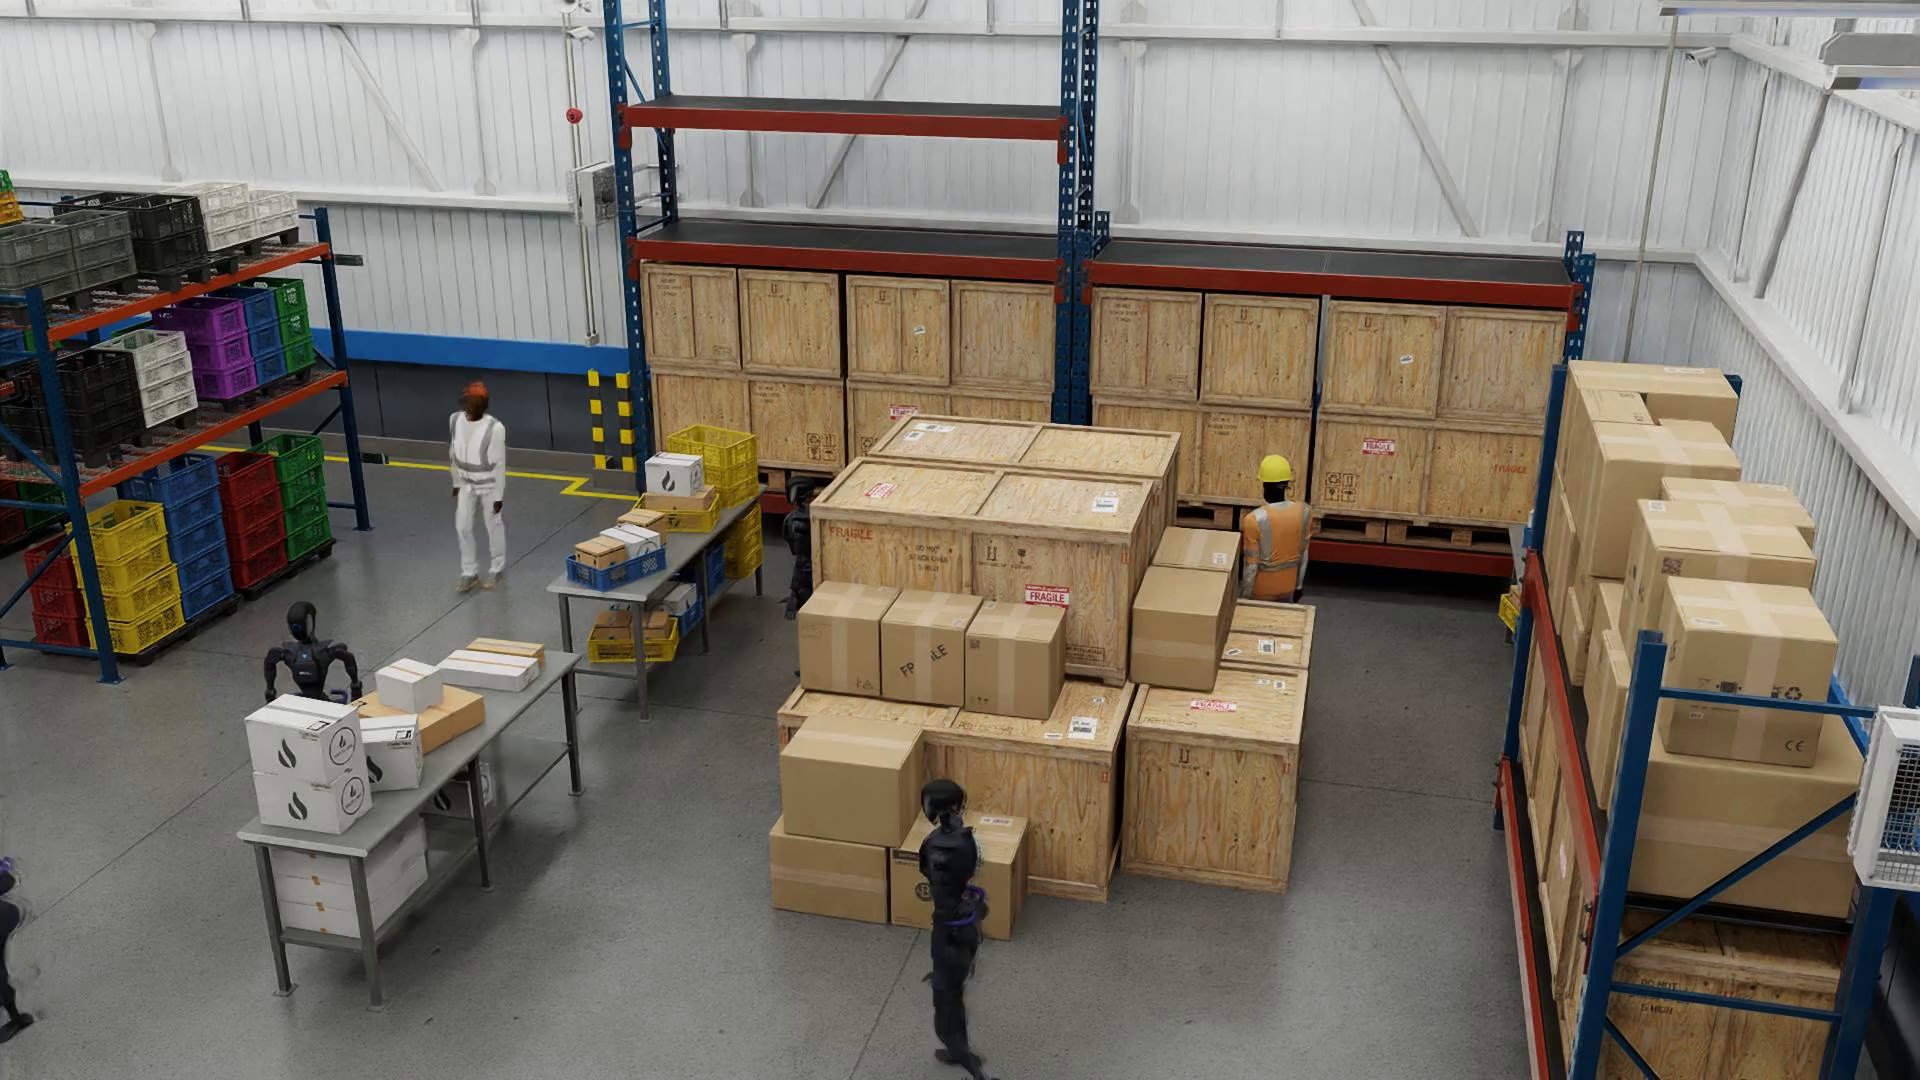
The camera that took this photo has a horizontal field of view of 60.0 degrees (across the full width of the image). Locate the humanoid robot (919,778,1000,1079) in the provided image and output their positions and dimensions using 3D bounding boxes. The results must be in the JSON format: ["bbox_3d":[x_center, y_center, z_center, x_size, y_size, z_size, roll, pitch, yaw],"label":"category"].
[{"bbox_3d":[0.022,1.927,8.053,0.450,1.635,0.655,4,21,11],"label":"humanoid robot"}]

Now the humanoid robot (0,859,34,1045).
[{"bbox_3d":[-4.981,1.820,8.322,0.602,1.646,0.424,9,23,22],"label":"humanoid robot"}]

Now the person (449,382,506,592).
[{"bbox_3d":[-4.037,-0.433,13.964,0.610,1.847,0.611,7,22,17],"label":"person"}]

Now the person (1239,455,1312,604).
[{"bbox_3d":[2.211,0.323,11.883,0.592,1.922,0.378,-12,24,-28],"label":"person"}]

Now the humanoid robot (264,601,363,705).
[{"bbox_3d":[-3.874,1.137,10.079,0.591,1.657,0.327,-3,21,-9],"label":"humanoid robot"}]

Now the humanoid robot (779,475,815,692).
[{"bbox_3d":[-1.157,0.313,12.229,0.326,1.660,0.591,0,21,0],"label":"humanoid robot"}]
